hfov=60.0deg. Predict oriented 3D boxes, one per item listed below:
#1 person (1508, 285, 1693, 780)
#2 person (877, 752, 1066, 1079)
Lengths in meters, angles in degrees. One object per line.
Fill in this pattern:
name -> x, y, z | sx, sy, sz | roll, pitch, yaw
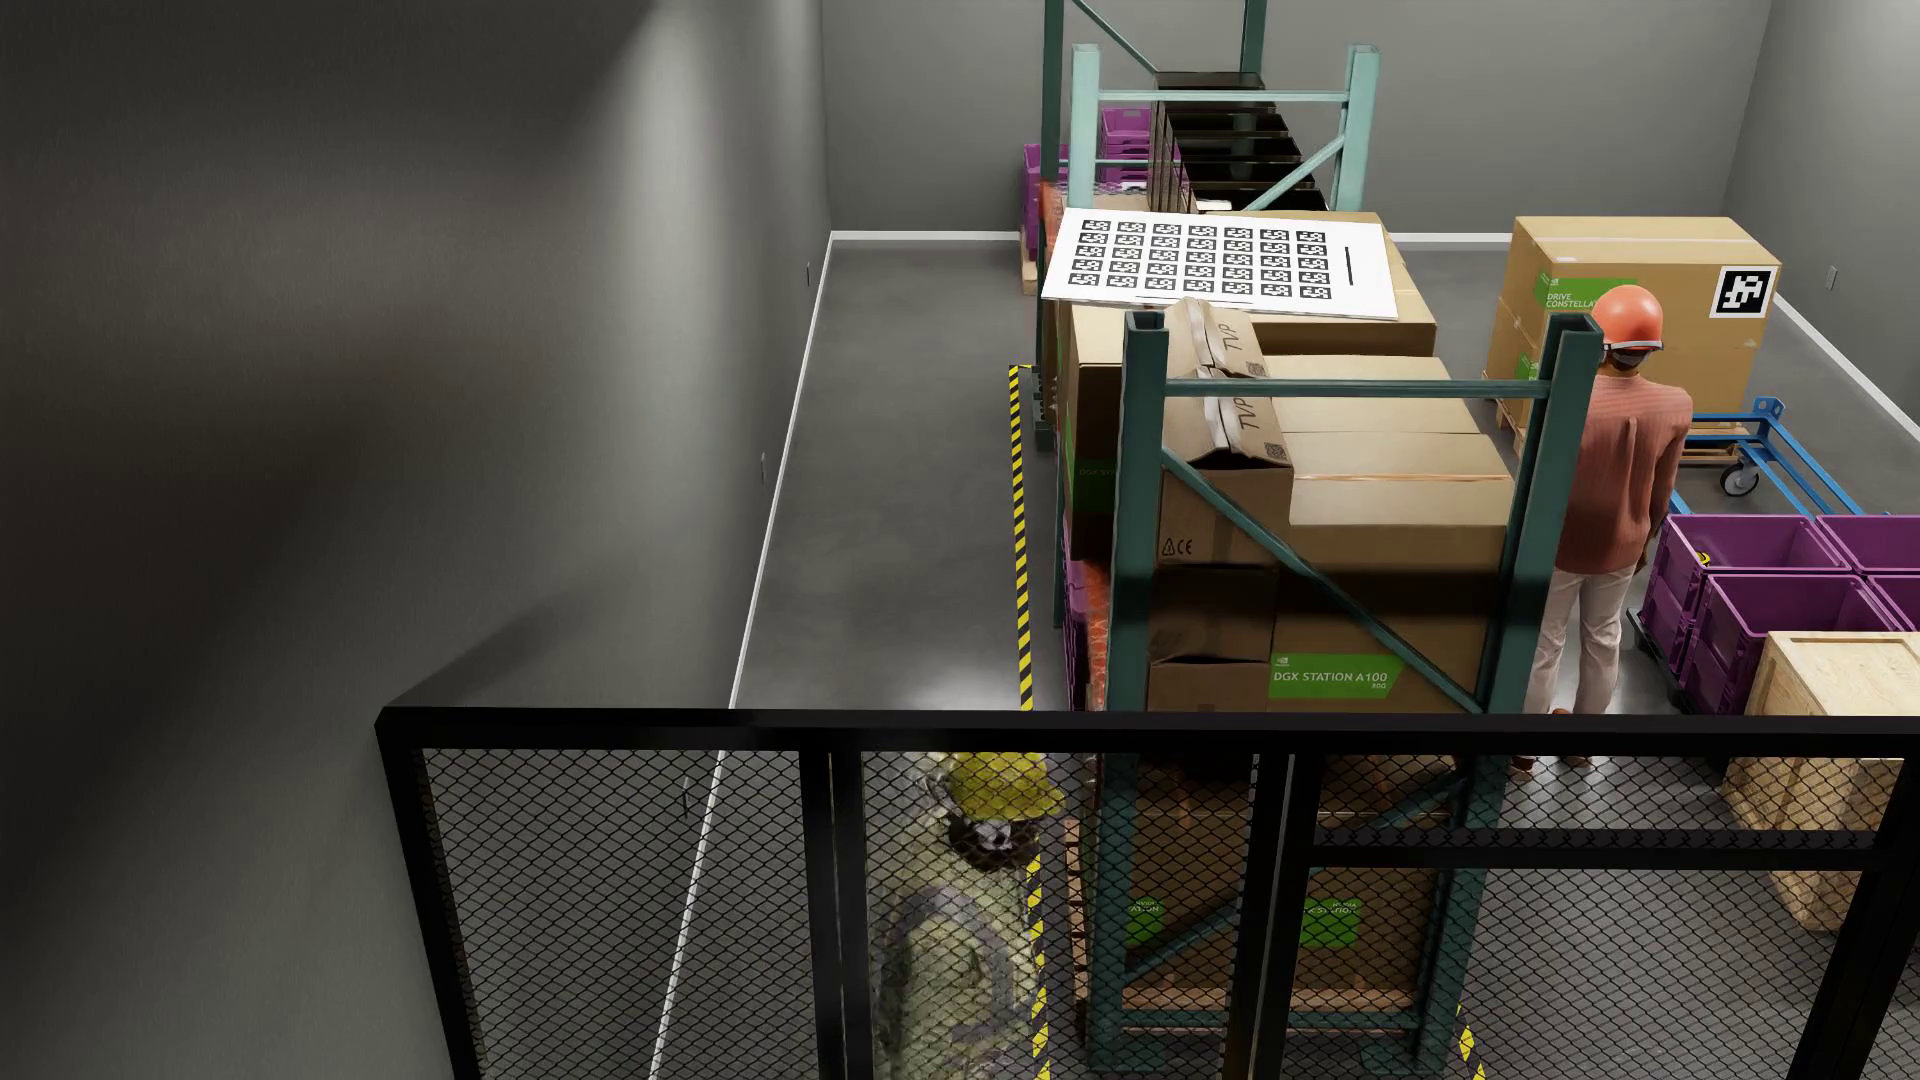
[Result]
person -> 2.298, 0.005, 6.151 | 0.609, 1.996, 0.379 | -7, 32, -11
person -> -0.103, 1.237, 4.316 | 0.827, 1.787, 0.627 | 2, 31, 3
